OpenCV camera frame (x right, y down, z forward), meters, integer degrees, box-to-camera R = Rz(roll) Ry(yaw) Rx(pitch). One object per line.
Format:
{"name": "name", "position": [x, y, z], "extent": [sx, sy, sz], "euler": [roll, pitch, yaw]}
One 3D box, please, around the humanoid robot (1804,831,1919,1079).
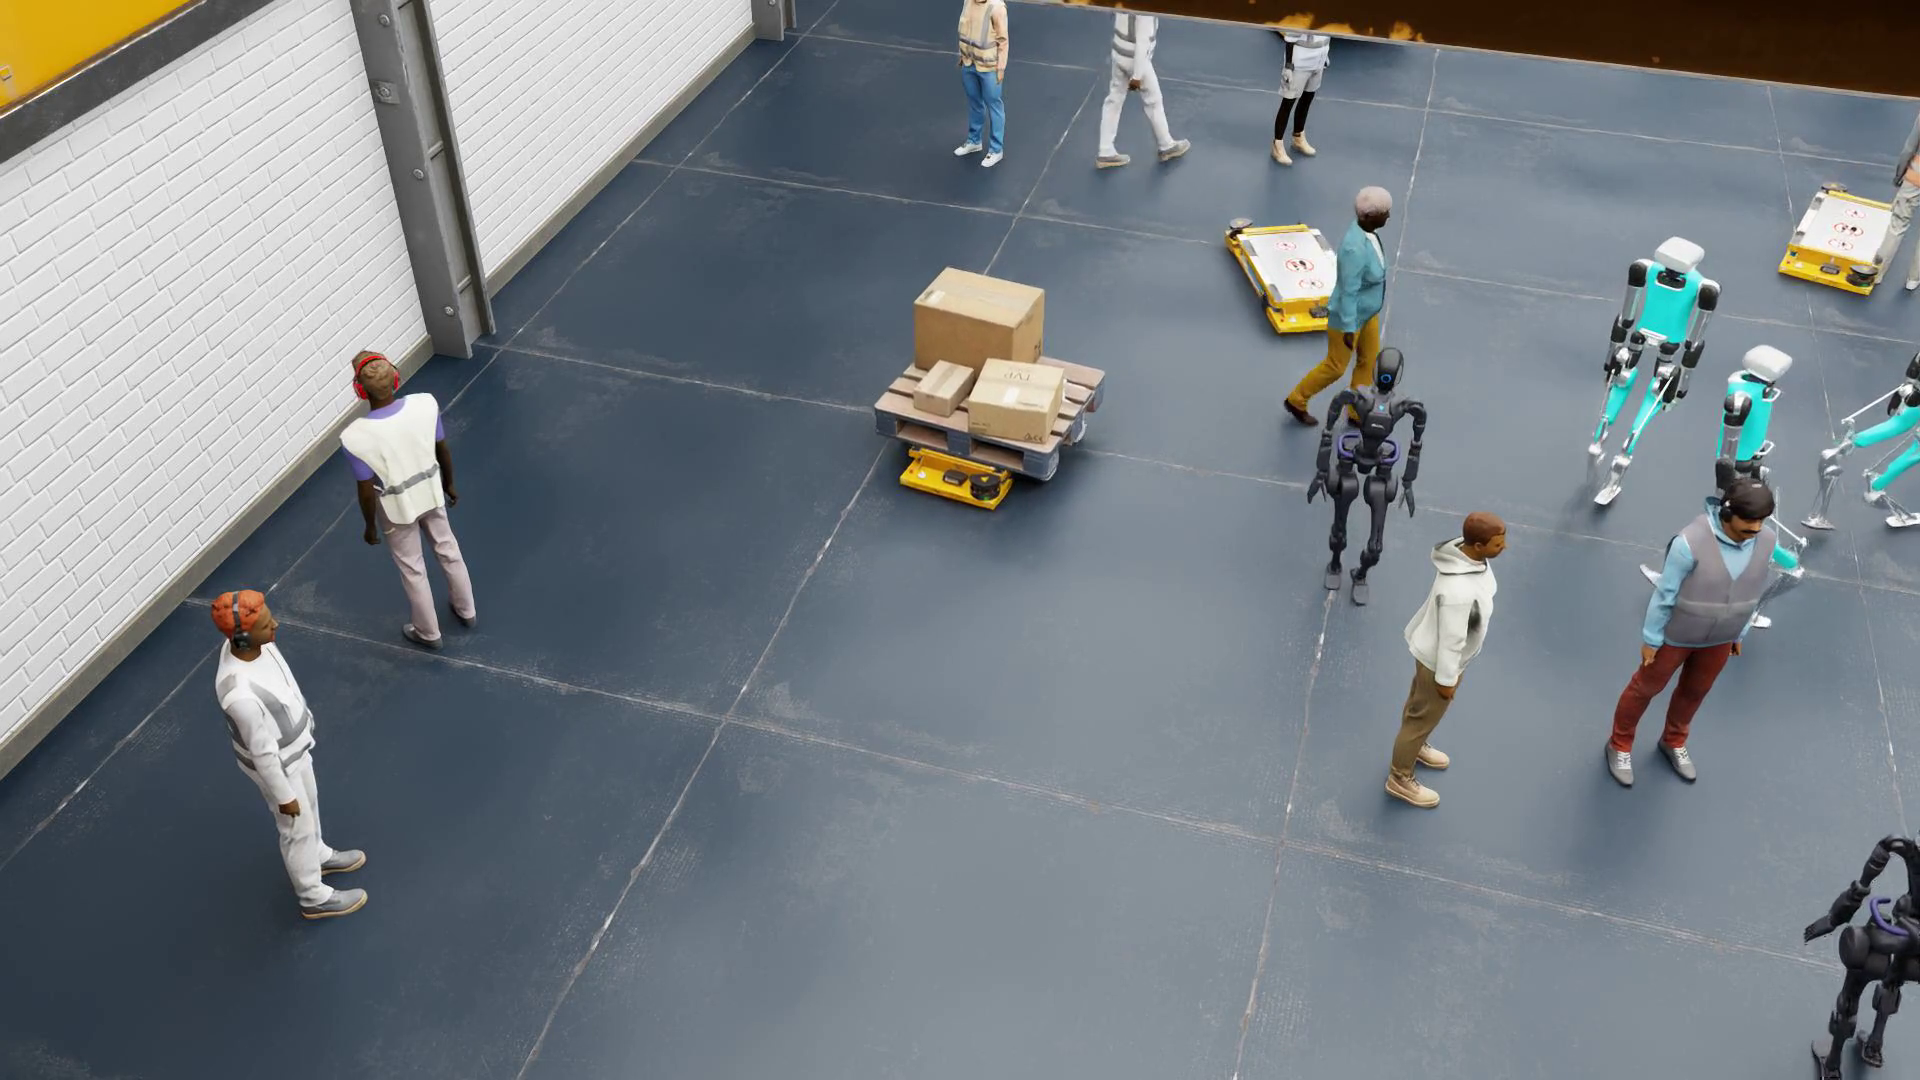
{"name": "humanoid robot", "position": [3.857, 1.644, 6.841], "extent": [0.600, 1.646, 0.373], "euler": [7, 39, 9]}

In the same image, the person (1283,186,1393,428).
{"name": "person", "position": [2.490, -1.444, 10.632], "extent": [0.696, 1.729, 0.565], "euler": [19, 43, 22]}

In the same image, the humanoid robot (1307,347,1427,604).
{"name": "humanoid robot", "position": [2.270, -0.360, 9.328], "extent": [0.602, 1.644, 0.442], "euler": [7, 39, 9]}

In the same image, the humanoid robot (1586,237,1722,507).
{"name": "humanoid robot", "position": [4.014, -0.876, 9.959], "extent": [0.536, 1.834, 0.735], "euler": [29, 47, 31]}

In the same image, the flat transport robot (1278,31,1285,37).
{"name": "flat transport robot", "position": [3.777, -5.227, 16.506], "extent": [1.431, 0.231, 0.659], "euler": [-11, 40, -14]}

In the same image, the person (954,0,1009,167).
{"name": "person", "position": [0.196, -3.955, 13.758], "extent": [0.370, 1.729, 0.491], "euler": [-31, 48, -33]}

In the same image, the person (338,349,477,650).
{"name": "person", "position": [-2.961, -0.190, 8.982], "extent": [0.373, 1.843, 0.569], "euler": [29, 47, 31]}

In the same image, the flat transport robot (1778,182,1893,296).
{"name": "flat transport robot", "position": [6.883, -2.354, 12.932], "extent": [0.659, 0.231, 1.431], "euler": [23, 44, 25]}

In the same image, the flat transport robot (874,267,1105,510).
{"name": "flat transport robot", "position": [0.211, -0.728, 10.909], "extent": [0.659, 0.231, 1.431], "euler": [16, 42, 19]}

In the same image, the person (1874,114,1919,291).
{"name": "person", "position": [7.098, -2.609, 12.159], "extent": [0.515, 1.632, 0.313], "euler": [16, 42, 19]}

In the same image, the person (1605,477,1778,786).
{"name": "person", "position": [3.609, 0.434, 8.188], "extent": [0.543, 1.872, 0.412], "euler": [-4, 39, -5]}

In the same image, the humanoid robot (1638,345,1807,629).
{"name": "humanoid robot", "position": [4.377, -0.199, 9.070], "extent": [0.997, 1.723, 0.573], "euler": [27, 46, 29]}

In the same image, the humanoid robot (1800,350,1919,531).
{"name": "humanoid robot", "position": [5.452, -0.662, 9.701], "extent": [1.043, 1.763, 0.551], "euler": [-8, 39, -10]}

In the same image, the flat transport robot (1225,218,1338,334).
{"name": "flat transport robot", "position": [2.506, -2.008, 12.502], "extent": [0.659, 0.231, 1.431], "euler": [-5, 39, -7]}

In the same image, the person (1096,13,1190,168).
{"name": "person", "position": [1.550, -3.979, 13.689], "extent": [0.912, 1.847, 0.572], "euler": [-15, 41, -18]}

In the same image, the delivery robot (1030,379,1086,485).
{"name": "delivery robot", "position": [0.505, -0.773, 10.728], "extent": [0.499, 0.583, 0.767], "euler": [24, 45, 27]}

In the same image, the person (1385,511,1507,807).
{"name": "person", "position": [2.345, 0.553, 8.128], "extent": [0.370, 1.759, 0.515], "euler": [12, 40, 14]}

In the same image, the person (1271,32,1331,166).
{"name": "person", "position": [2.871, -3.958, 13.786], "extent": [0.539, 1.695, 0.317], "euler": [-26, 45, -28]}

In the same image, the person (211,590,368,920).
{"name": "person", "position": [-3.055, 0.972, 7.517], "extent": [0.355, 1.878, 0.566], "euler": [-7, 39, -9]}
